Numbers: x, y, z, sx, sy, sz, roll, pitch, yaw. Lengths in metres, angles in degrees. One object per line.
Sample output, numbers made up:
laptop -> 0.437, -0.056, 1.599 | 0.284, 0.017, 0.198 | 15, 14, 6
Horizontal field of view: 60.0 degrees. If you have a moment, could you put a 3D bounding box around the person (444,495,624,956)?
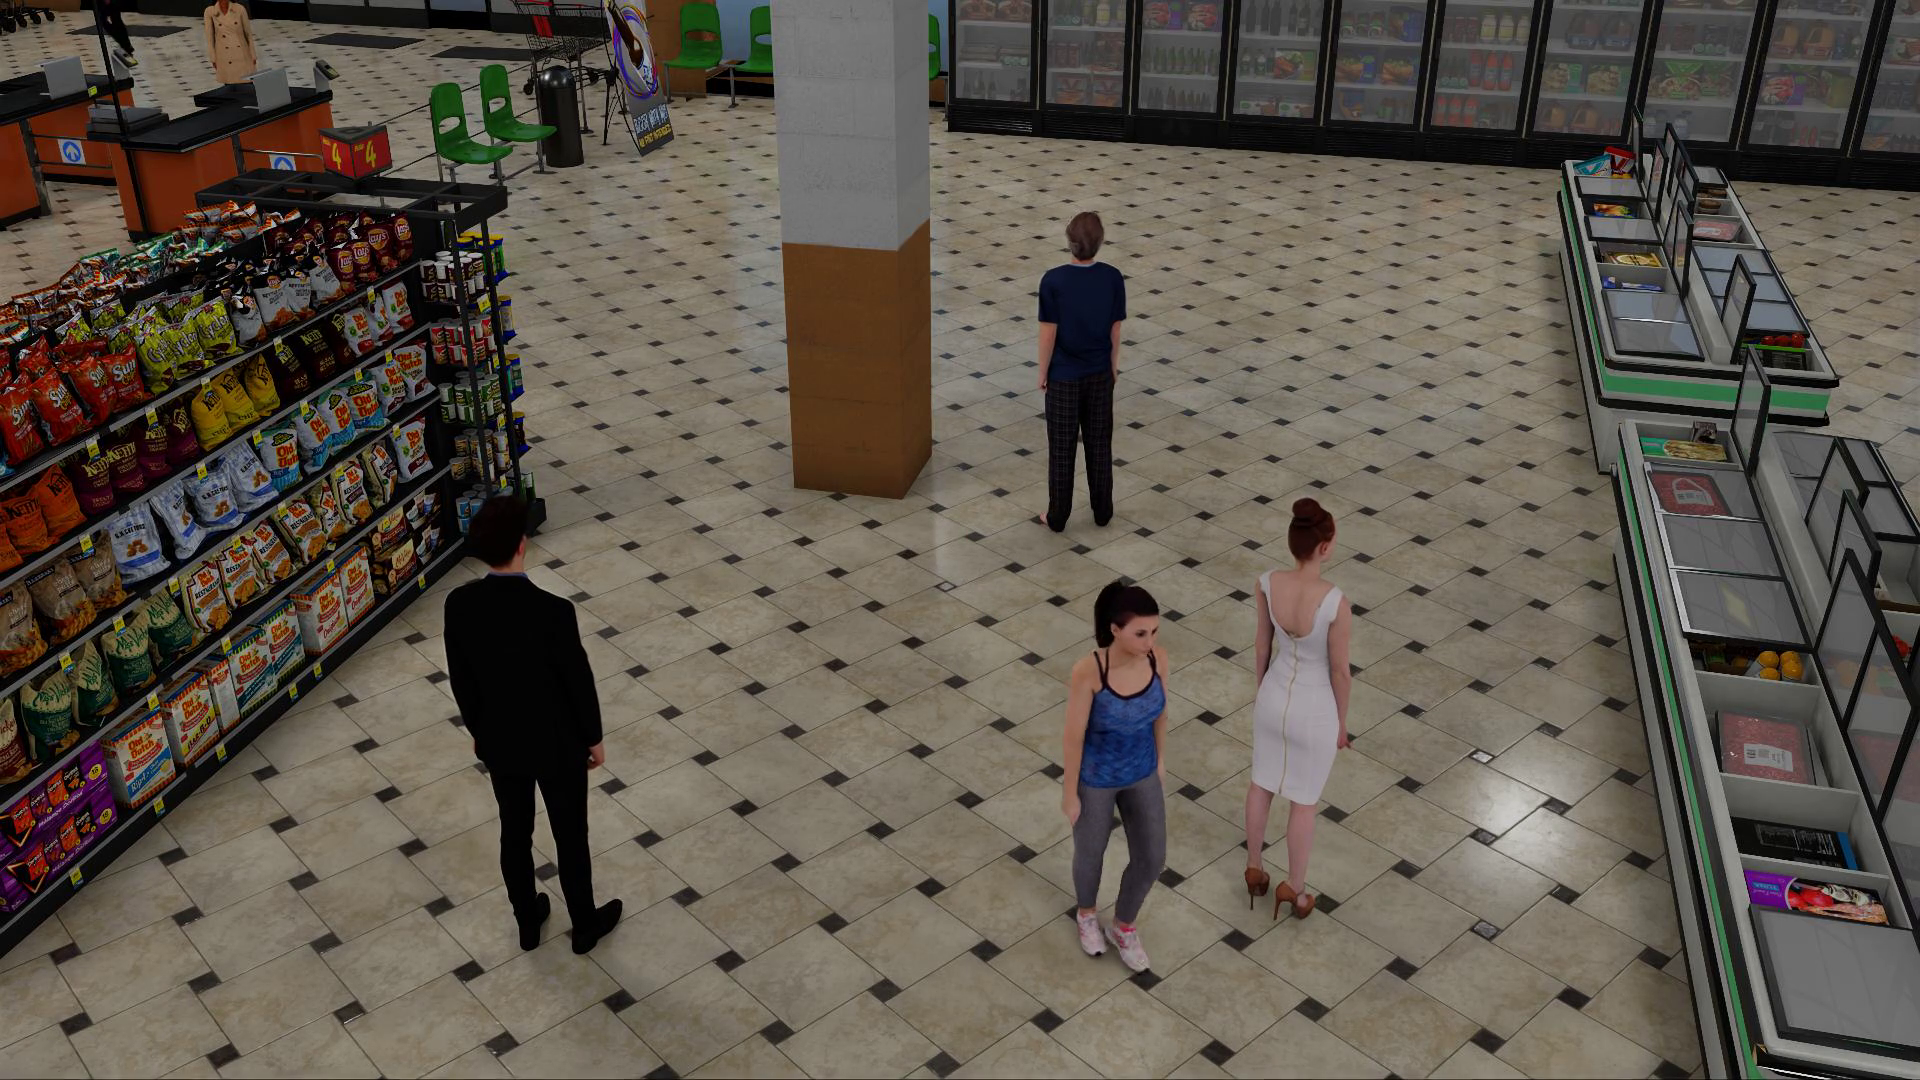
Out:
person -> -1.574, 0.709, 6.101 | 0.706, 1.896, 0.631 | 4, 27, 8

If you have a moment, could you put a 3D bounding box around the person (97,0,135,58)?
person -> -11.082, -7.168, 21.837 | 0.795, 1.712, 0.682 | -3, 27, -5

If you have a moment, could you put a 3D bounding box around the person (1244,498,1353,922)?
person -> 1.260, 0.662, 6.299 | 0.631, 1.801, 0.629 | 24, 35, 39

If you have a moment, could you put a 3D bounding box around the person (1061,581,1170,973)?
person -> 0.549, 0.844, 6.170 | 0.743, 1.593, 0.792 | -8, 28, -15

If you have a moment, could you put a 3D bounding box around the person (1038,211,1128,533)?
person -> 0.680, -0.937, 9.373 | 0.735, 1.872, 0.711 | -5, 27, -10

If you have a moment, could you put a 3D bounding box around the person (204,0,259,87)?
person -> -7.874, -5.223, 18.035 | 0.710, 1.682, 0.734 | -10, 29, -20
